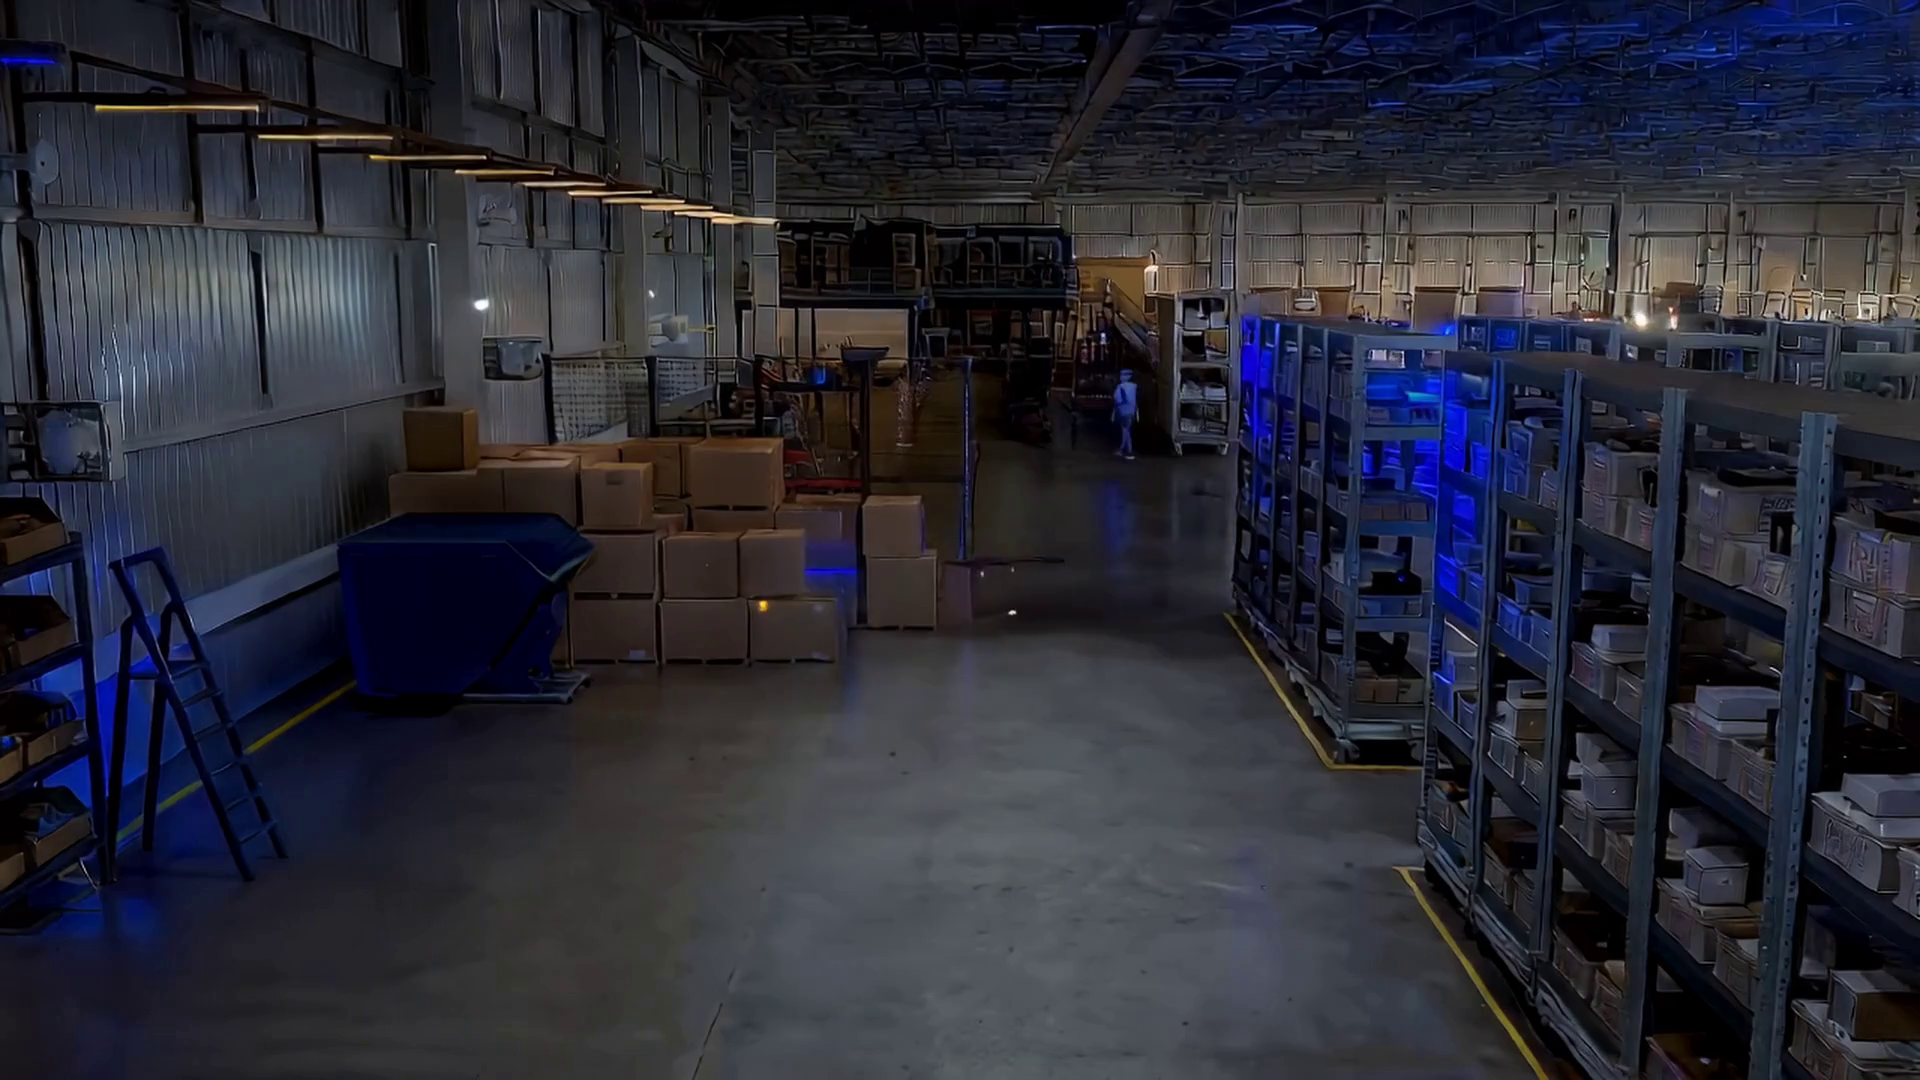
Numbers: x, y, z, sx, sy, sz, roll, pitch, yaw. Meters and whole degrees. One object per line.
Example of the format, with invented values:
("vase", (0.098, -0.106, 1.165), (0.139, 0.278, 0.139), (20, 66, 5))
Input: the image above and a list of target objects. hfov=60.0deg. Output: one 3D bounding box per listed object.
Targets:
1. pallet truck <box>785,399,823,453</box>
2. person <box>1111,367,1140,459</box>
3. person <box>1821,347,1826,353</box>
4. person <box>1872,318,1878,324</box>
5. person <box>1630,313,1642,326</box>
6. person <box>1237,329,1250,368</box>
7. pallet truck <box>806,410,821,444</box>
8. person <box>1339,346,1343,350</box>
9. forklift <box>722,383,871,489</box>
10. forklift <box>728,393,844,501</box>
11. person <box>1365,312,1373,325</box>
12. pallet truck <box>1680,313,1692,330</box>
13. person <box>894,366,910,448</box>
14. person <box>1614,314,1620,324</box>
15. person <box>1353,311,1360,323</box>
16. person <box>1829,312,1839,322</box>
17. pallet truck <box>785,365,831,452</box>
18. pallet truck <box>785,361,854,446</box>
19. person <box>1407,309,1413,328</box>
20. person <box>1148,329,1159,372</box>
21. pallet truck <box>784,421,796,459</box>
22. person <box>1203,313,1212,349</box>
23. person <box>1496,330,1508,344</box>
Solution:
("pallet truck", (-3.814, -2.432, 36.419), (1.630, 1.274, 0.653), (0, 9, 1))
("person", (3.573, -2.793, 36.502), (0.630, 1.993, 0.987), (-7, 12, -37))
("person", (28.206, -5.502, 54.350), (0.514, 1.621, 0.435), (0, 9, -1))
("person", (42.308, -9.332, 77.085), (0.383, 1.921, 0.585), (6, 11, 34))
("person", (34.657, -10.671, 85.286), (0.355, 1.938, 0.637), (-8, 12, -42))
("person", (11.866, -8.140, 69.624), (0.428, 1.950, 0.621), (9, 13, 43))
("pallet truck", (-3.559, -2.018, 33.905), (1.522, 1.261, 0.704), (0, 9, -1))
("person", (15.040, -7.435, 65.520), (0.325, 1.876, 0.524), (-2, 9, -12))
("forklift", (-2.893, -1.687, 28.729), (2.680, 1.987, 1.157), (0, 9, -1))
("forklift", (-2.979, -1.316, 26.476), (2.680, 1.987, 1.157), (0, 9, 1))
("person", (21.229, -10.863, 86.440), (0.395, 1.945, 0.618), (-2, 9, -10))
("pallet truck", (36.315, -10.531, 84.244), (0.823, 1.965, 1.885), (-6, 11, -33))
("person", (-1.334, -3.110, 38.762), (0.399, 1.903, 0.644), (1, 9, 4))
("person", (34.465, -10.894, 87.077), (0.903, 1.801, 0.656), (7, 11, 35))
("person", (22.319, -12.004, 93.809), (0.429, 1.845, 0.621), (5, 11, 29))
("person", (46.798, -11.283, 89.229), (0.975, 1.883, 0.568), (-6, 11, -32))
("pallet truck", (-3.774, -2.976, 37.635), (1.885, 1.965, 0.823), (1, 9, 5))
("pallet truck", (-3.410, -3.193, 38.978), (1.885, 1.965, 0.823), (0, 9, -1))
("person", (25.592, -12.174, 94.622), (0.395, 1.920, 0.584), (5, 11, 29))
("person", (7.891, -7.718, 67.639), (0.350, 1.758, 0.535), (-8, 12, -41))
("pallet truck", (-4.013, -1.793, 32.705), (1.601, 1.201, 0.680), (0, 9, 1))
("person", (12.953, -10.896, 86.852), (0.575, 1.882, 0.355), (-5, 10, -29))
("person", (21.773, -7.715, 67.213), (0.394, 1.895, 0.770), (-7, 12, -37))
